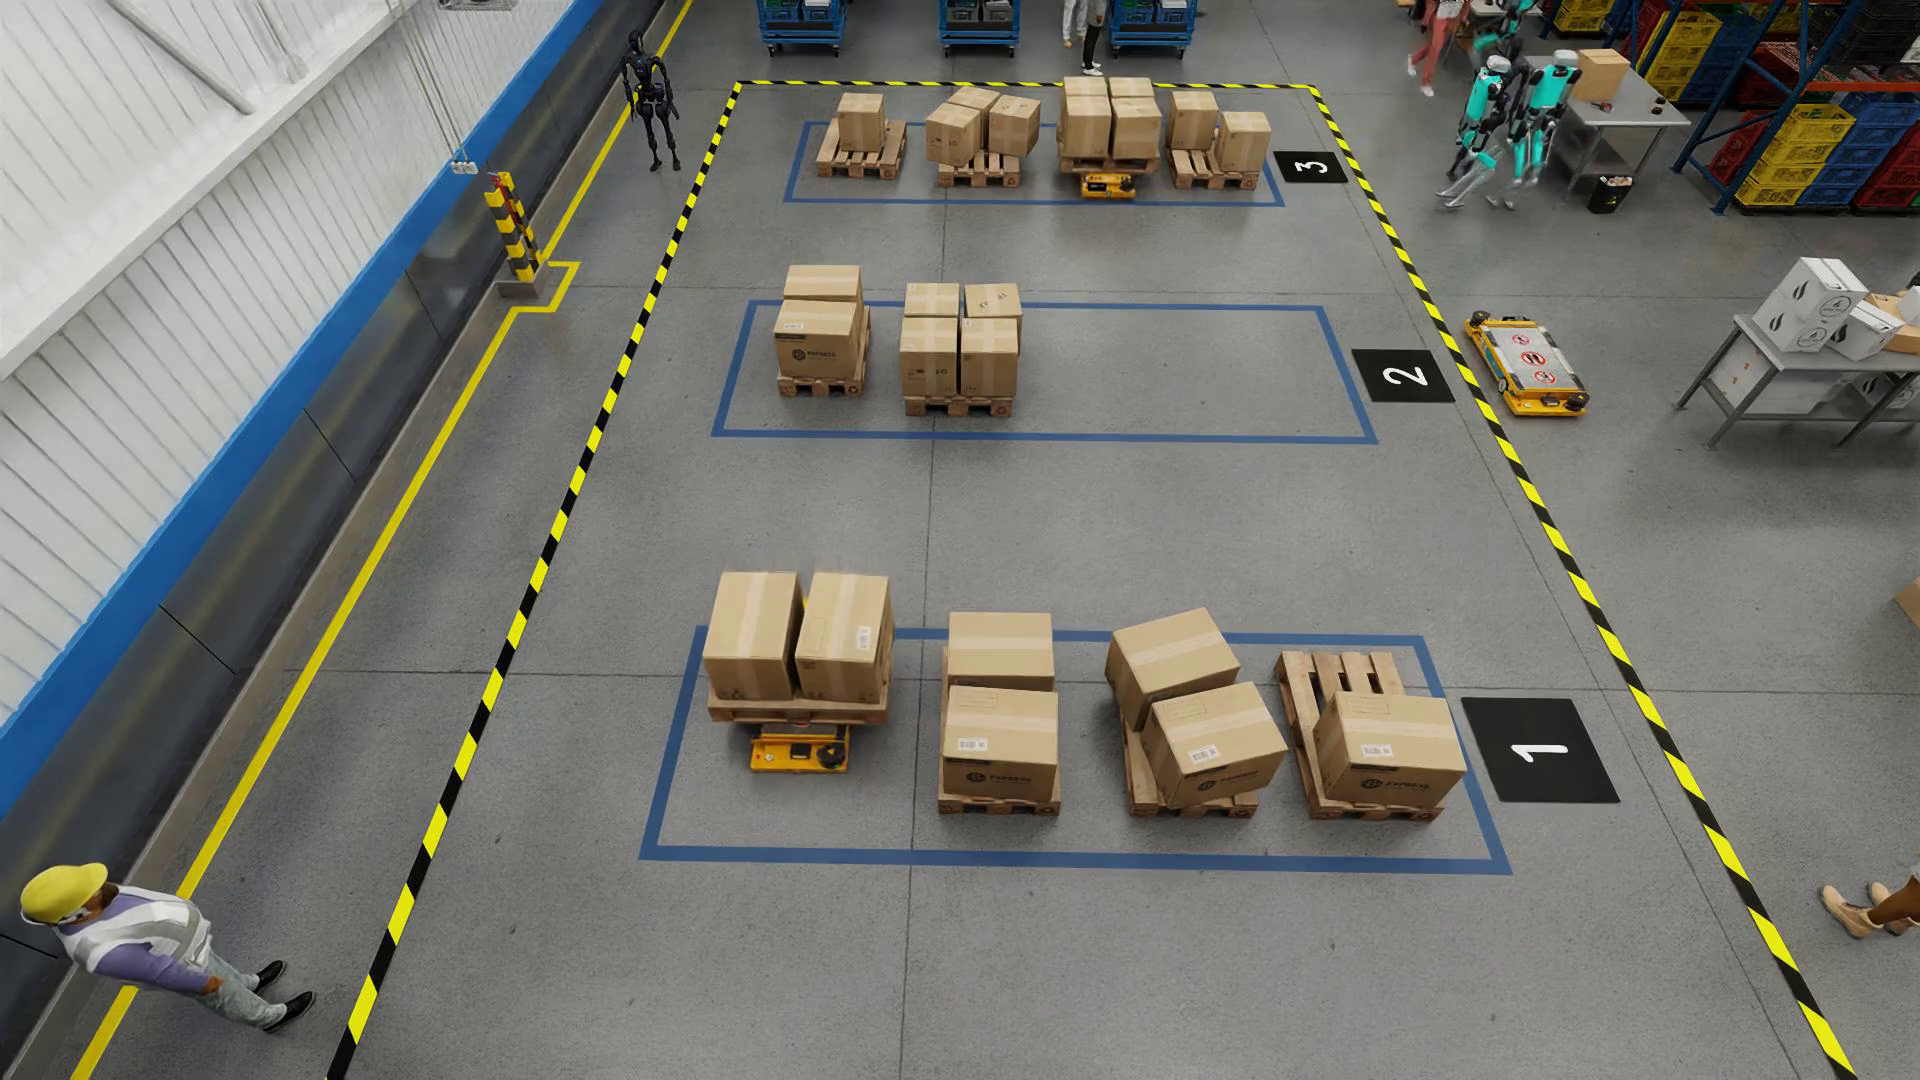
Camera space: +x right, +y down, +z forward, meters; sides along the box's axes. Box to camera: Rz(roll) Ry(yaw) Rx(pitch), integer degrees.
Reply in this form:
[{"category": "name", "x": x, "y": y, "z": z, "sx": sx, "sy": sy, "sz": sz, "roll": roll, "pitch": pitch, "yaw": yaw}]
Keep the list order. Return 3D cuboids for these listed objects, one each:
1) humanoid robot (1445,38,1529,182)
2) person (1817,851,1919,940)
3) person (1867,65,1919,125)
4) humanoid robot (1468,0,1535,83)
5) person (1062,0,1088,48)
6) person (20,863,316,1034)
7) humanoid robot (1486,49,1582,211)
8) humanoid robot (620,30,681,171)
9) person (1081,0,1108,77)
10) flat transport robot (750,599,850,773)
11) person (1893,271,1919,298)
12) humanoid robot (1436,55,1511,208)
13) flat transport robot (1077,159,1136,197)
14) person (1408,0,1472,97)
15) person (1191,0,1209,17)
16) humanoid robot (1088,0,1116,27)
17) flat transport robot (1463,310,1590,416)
[{"category": "humanoid robot", "x": 6.442, "y": -5.187, "z": 11.113, "sx": 0.589, "sy": 1.647, "sz": 0.489, "roll": 11, "pitch": 50, "yaw": 9}, {"category": "person", "x": 5.579, "y": 1.664, "z": 4.921, "sx": 0.607, "sy": 2.044, "sz": 0.367, "roll": -1, "pitch": 49, "yaw": -1}, {"category": "person", "x": 11.935, "y": -5.807, "z": 11.387, "sx": 0.613, "sy": 2.042, "sz": 0.371, "roll": -1, "pitch": 49, "yaw": -1}, {"category": "humanoid robot", "x": 7.516, "y": -7.239, "z": 12.823, "sx": 0.530, "sy": 1.773, "sz": 0.740, "roll": -33, "pitch": 57, "yaw": -25}, {"category": "person", "x": 1.833, "y": -8.455, "z": 13.811, "sx": 0.621, "sy": 1.844, "sz": 0.429, "roll": -21, "pitch": 52, "yaw": -17}, {"category": "person", "x": -4.019, "y": 2.092, "z": 4.687, "sx": 0.587, "sy": 1.834, "sz": 0.404, "roll": 29, "pitch": 55, "yaw": 23}, {"category": "humanoid robot", "x": 6.628, "y": -4.596, "z": 10.512, "sx": 0.538, "sy": 1.759, "sz": 0.669, "roll": -1, "pitch": 49, "yaw": -1}, {"category": "humanoid robot", "x": -3.769, "y": -5.360, "z": 11.231, "sx": 0.599, "sy": 1.657, "sz": 0.315, "roll": -1, "pitch": 49, "yaw": -1}, {"category": "person", "x": 2.011, "y": -7.669, "z": 13.124, "sx": 0.395, "sy": 1.850, "sz": 0.596, "roll": 1, "pitch": 49, "yaw": 1}, {"category": "flat transport robot", "x": -1.091, "y": 0.991, "z": 6.657, "sx": 0.652, "sy": 0.197, "sz": 1.431, "roll": 1, "pitch": 49, "yaw": 1}, {"category": "person", "x": 10.345, "y": -3.169, "z": 9.243, "sx": 0.336, "sy": 1.838, "sz": 0.506, "roll": -28, "pitch": 55, "yaw": -22}, {"category": "humanoid robot", "x": 6.042, "y": -4.652, "z": 10.499, "sx": 0.735, "sy": 1.677, "sz": 0.533, "roll": 0, "pitch": 49, "yaw": 0}, {"category": "flat transport robot", "x": 1.841, "y": -4.820, "z": 11.687, "sx": 0.652, "sy": 0.197, "sz": 1.431, "roll": 1, "pitch": 49, "yaw": 1}, {"category": "person", "x": 6.752, "y": -7.320, "z": 12.799, "sx": 0.605, "sy": 1.888, "sz": 0.834, "roll": -12, "pitch": 50, "yaw": -10}, {"category": "person", "x": 3.810, "y": -9.155, "z": 14.431, "sx": 0.777, "sy": 1.816, "sz": 0.587, "roll": -2, "pitch": 49, "yaw": -2}, {"category": "humanoid robot", "x": 2.292, "y": -8.833, "z": 14.279, "sx": 0.698, "sy": 1.902, "sz": 0.553, "roll": 15, "pitch": 51, "yaw": 12}, {"category": "flat transport robot", "x": 5.573, "y": -1.757, "z": 9.054, "sx": 0.659, "sy": 0.231, "sz": 1.431, "roll": 1, "pitch": 49, "yaw": 1}]
